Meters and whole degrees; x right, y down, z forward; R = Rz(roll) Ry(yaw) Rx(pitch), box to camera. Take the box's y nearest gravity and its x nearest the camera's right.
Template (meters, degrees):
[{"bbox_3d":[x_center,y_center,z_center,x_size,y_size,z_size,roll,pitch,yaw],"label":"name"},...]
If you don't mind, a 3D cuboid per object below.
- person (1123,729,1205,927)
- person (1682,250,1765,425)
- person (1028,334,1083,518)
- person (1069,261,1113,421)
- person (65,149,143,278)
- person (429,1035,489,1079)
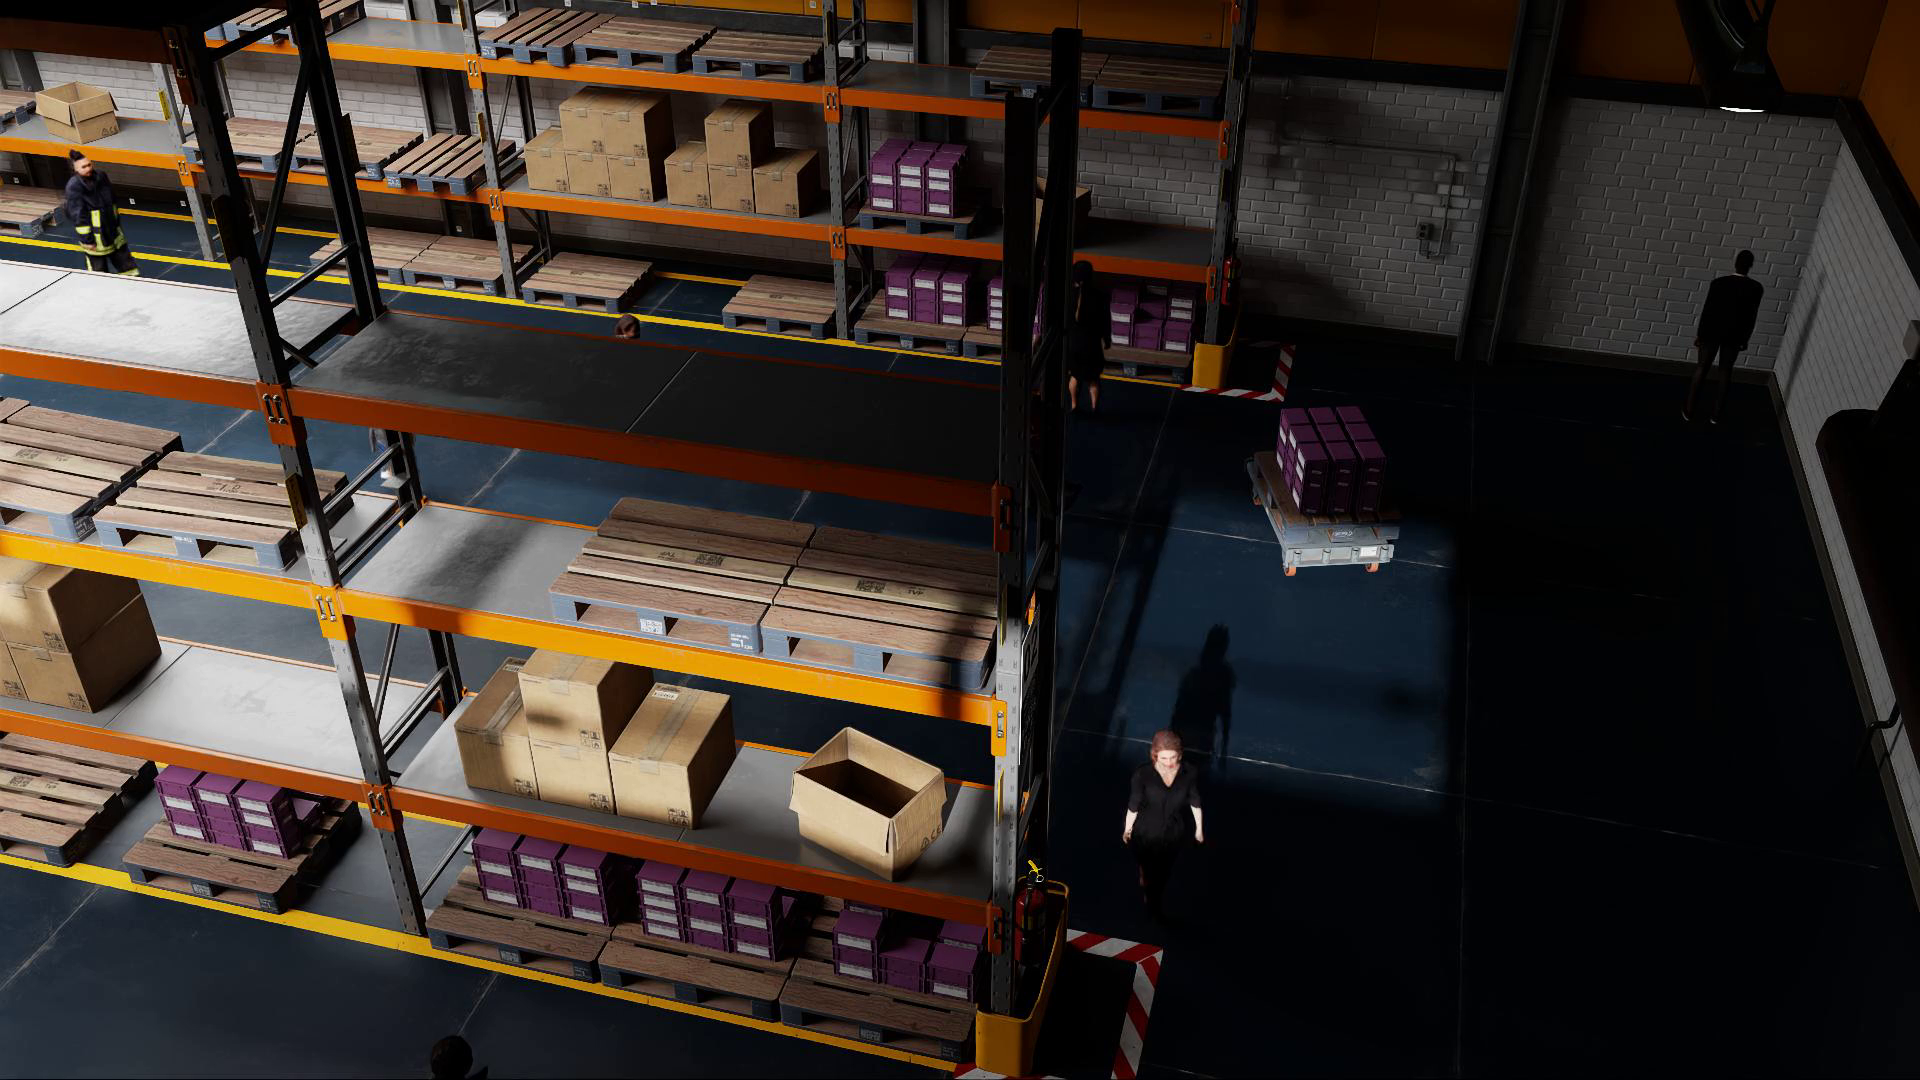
[{"bbox_3d":[1.241,1.815,10.661,0.706,1.694,0.825,-9,35,-13],"label":"person"},{"bbox_3d":[7.478,-1.988,16.287,0.466,1.799,0.703,9,35,13],"label":"person"},{"bbox_3d":[0.760,-0.984,14.766,1.027,1.811,0.901,-8,34,-12],"label":"person"},{"bbox_3d":[1.205,-1.900,16.272,0.621,1.668,0.827,4,34,6],"label":"person"},{"bbox_3d":[-9.642,-3.521,18.561,1.202,1.835,1.002,19,38,26],"label":"person"},{"bbox_3d":[-2.541,3.200,8.606,0.589,1.660,0.662,25,41,32],"label":"person"}]
